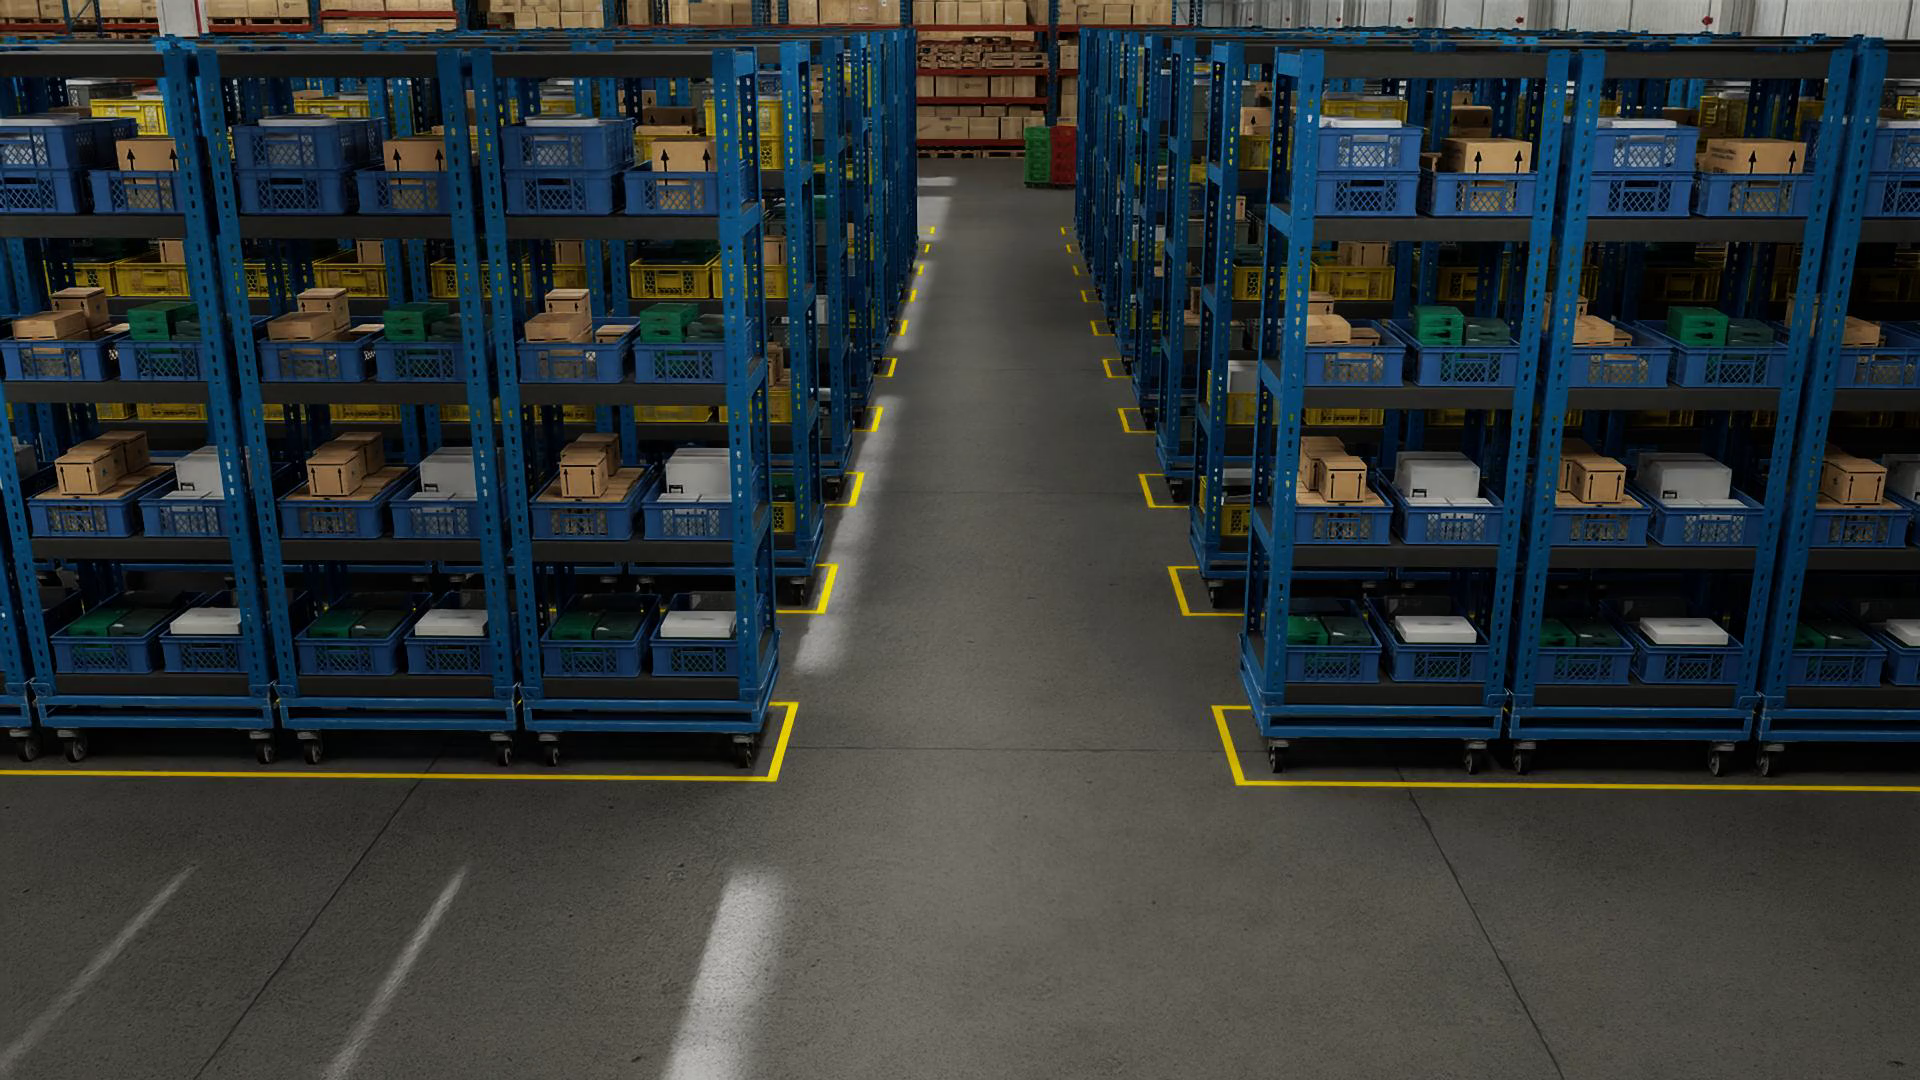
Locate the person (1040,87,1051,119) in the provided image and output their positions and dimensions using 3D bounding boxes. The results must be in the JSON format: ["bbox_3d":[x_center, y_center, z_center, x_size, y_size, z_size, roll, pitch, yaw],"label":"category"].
[{"bbox_3d":[2.520,-12.488,49.215,0.911,1.807,0.629,4,18,12],"label":"person"}]

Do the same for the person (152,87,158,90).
[{"bbox_3d":[-26.593,-14.439,55.458,0.644,1.799,0.948,3,18,8],"label":"person"}]

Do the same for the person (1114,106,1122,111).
[{"bbox_3d":[4.005,-10.740,43.439,0.815,1.917,0.645,-11,20,-30],"label":"person"}]
